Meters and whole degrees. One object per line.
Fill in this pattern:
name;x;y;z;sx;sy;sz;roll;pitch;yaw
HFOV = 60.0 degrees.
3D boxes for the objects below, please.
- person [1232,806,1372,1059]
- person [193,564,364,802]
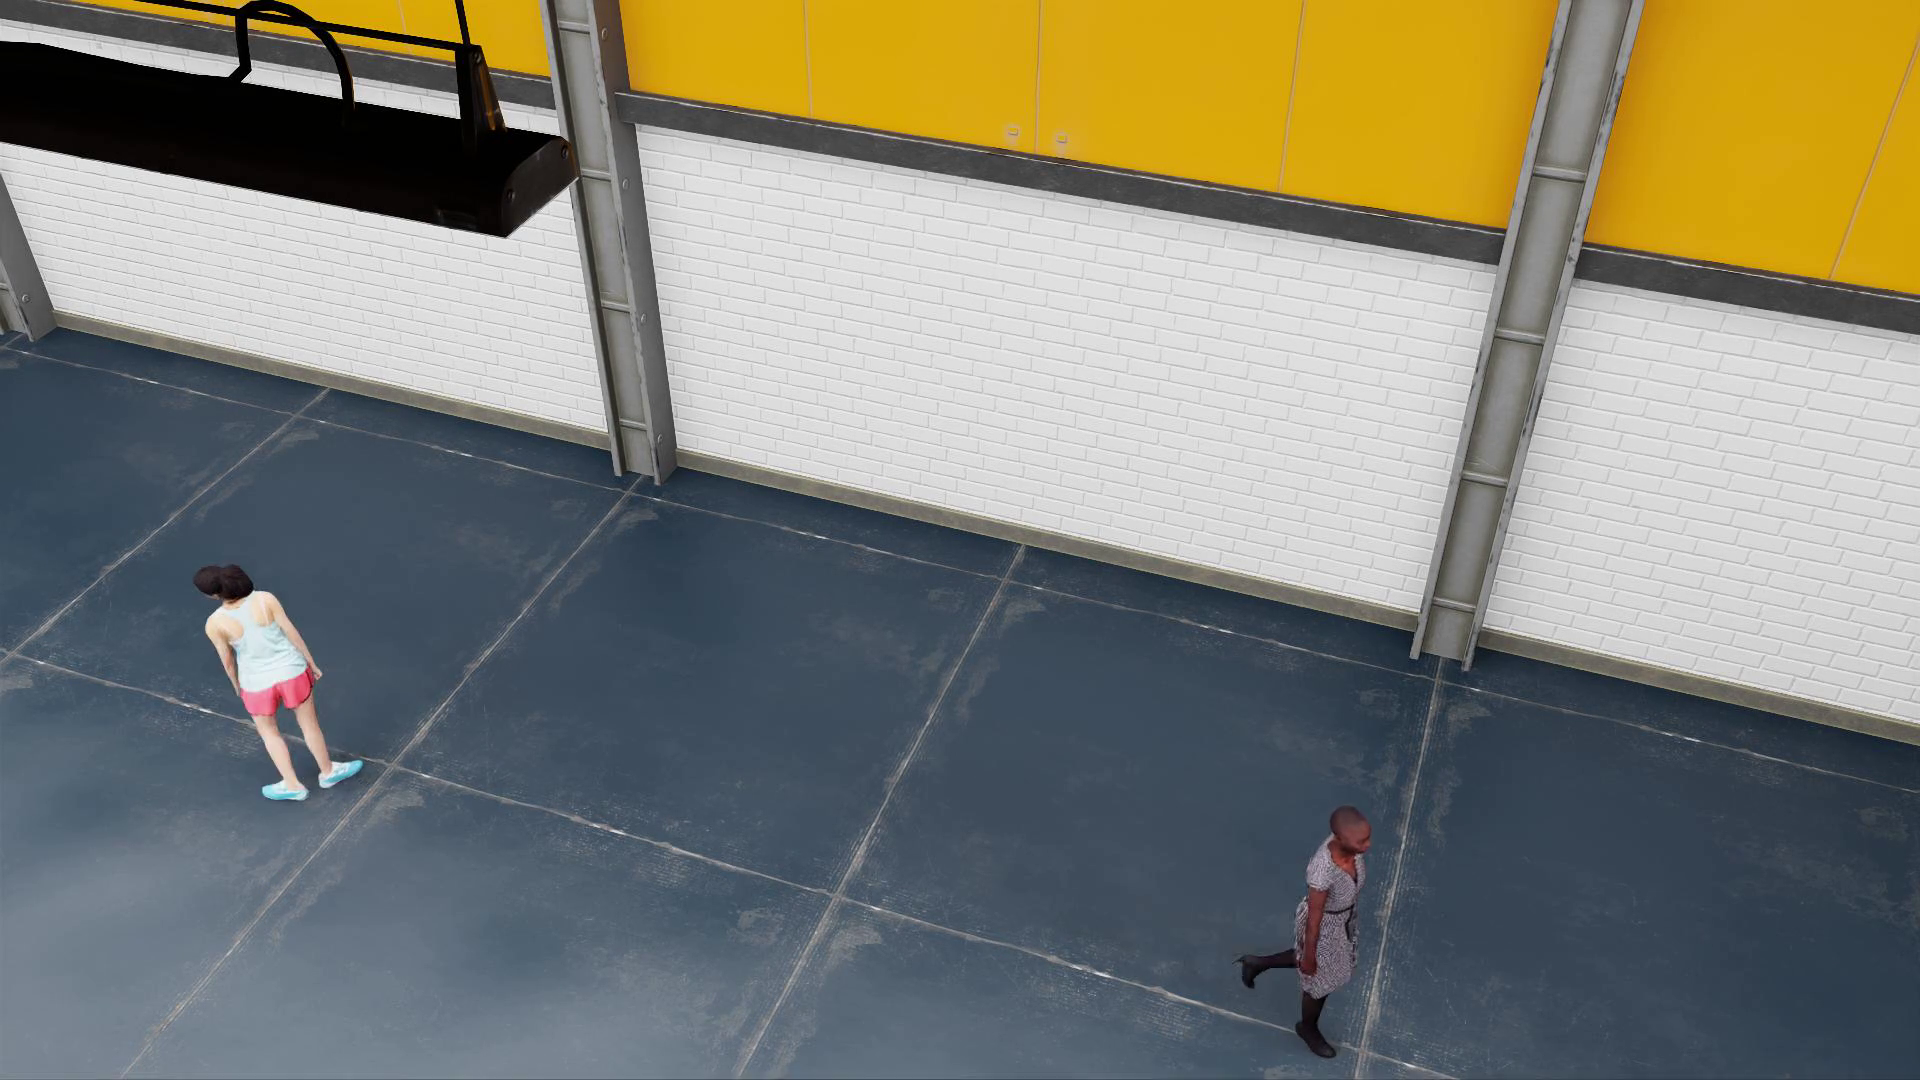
person;1.726;1.902;8.266;0.922;1.776;0.736;21;43;25
person;-3.922;0.798;9.658;0.768;1.763;0.818;-8;39;-10
